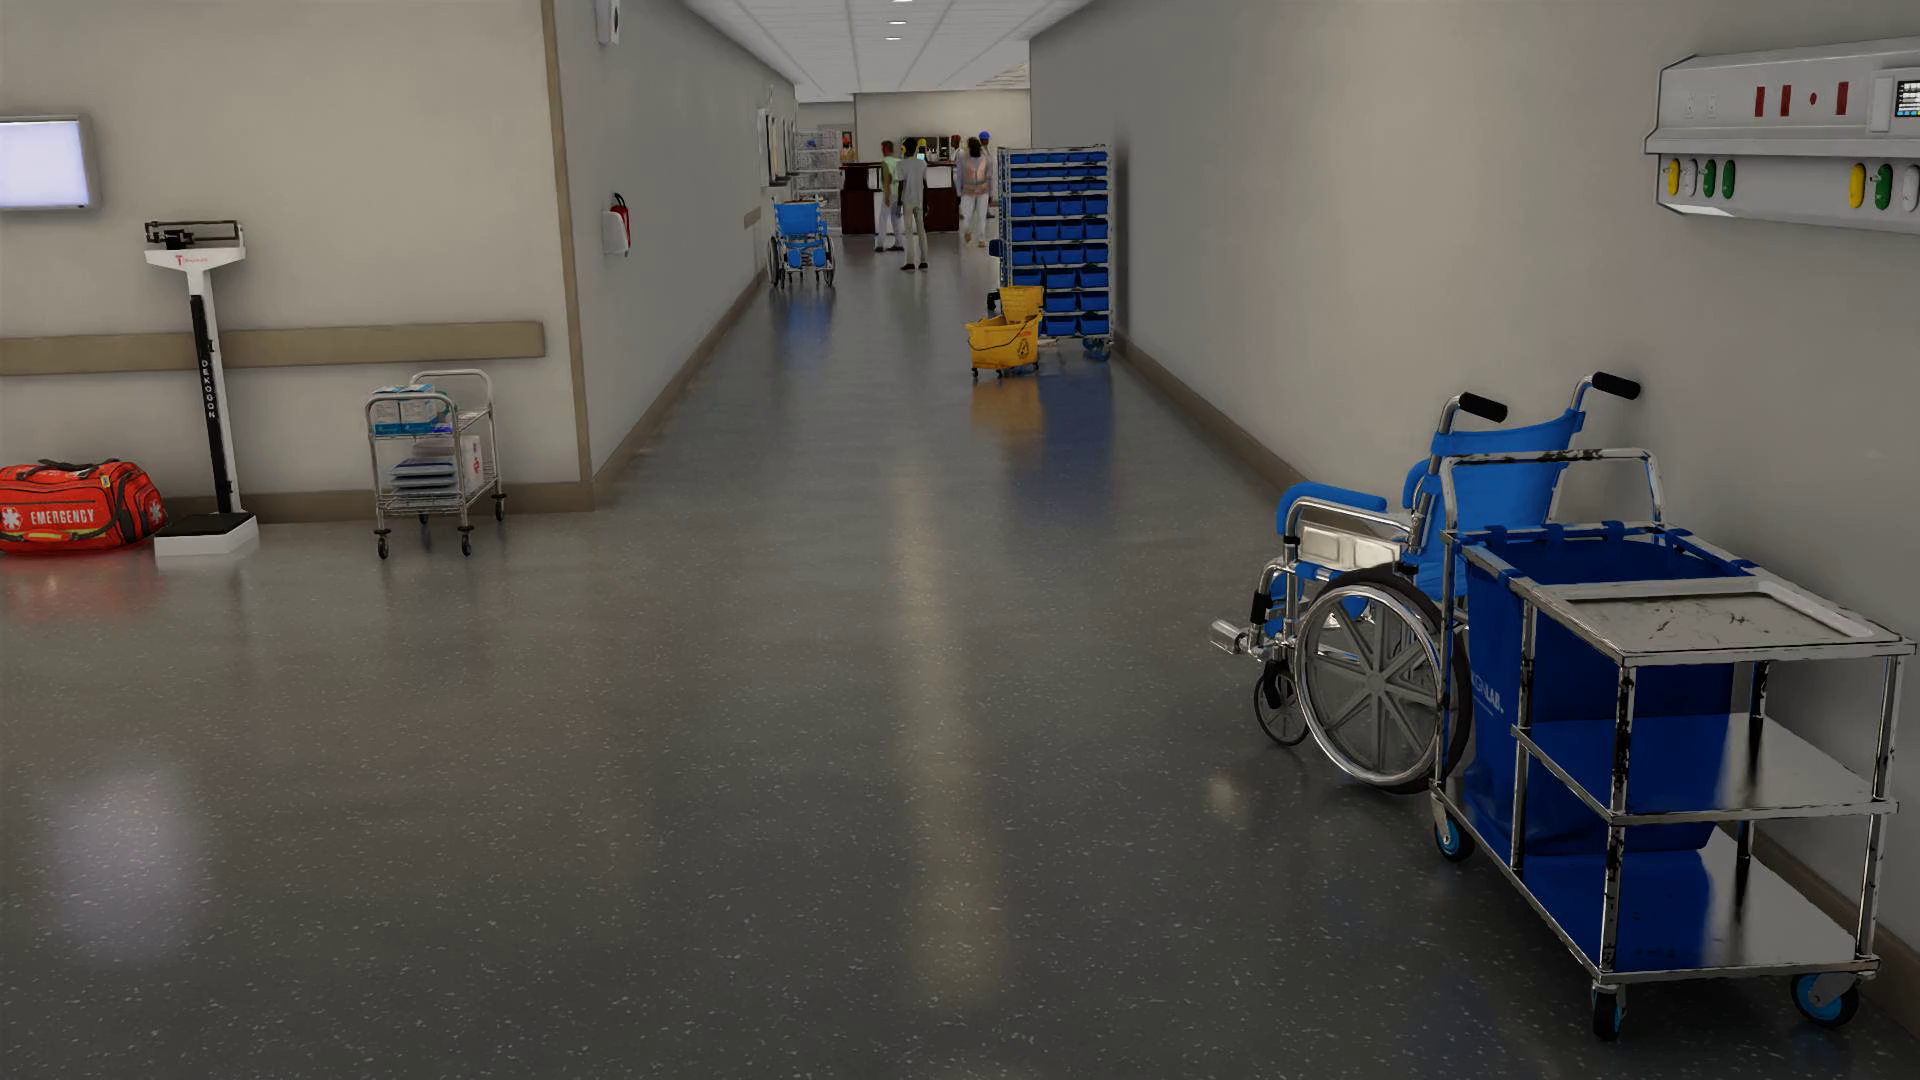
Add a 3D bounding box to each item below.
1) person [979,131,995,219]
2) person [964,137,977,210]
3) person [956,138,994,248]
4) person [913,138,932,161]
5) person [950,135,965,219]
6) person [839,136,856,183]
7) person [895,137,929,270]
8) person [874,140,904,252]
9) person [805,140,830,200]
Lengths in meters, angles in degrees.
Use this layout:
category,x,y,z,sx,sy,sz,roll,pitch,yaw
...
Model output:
category,x,y,z,sx,sy,sz,roll,pitch,yaw
person,0.551,-8.272,37.706,0.384,1.949,0.604,5,15,25
person,0.319,-9.234,41.943,0.451,1.827,0.634,-10,16,-31
person,0.256,-5.866,28.132,0.635,1.819,0.605,-3,14,-4
person,-0.882,-8.630,39.618,0.596,1.824,0.403,-1,14,1
person,-0.062,-8.215,37.679,0.347,1.882,0.584,-6,14,-18
person,-3.356,-11.070,49.689,0.543,1.939,0.360,4,15,22
person,-0.683,-4.773,23.638,0.533,1.868,0.310,-10,16,-30
person,-1.171,-5.724,27.706,0.501,1.822,0.575,6,16,28
person,-4.363,-11.035,49.811,1.018,1.889,0.619,-13,18,-39
